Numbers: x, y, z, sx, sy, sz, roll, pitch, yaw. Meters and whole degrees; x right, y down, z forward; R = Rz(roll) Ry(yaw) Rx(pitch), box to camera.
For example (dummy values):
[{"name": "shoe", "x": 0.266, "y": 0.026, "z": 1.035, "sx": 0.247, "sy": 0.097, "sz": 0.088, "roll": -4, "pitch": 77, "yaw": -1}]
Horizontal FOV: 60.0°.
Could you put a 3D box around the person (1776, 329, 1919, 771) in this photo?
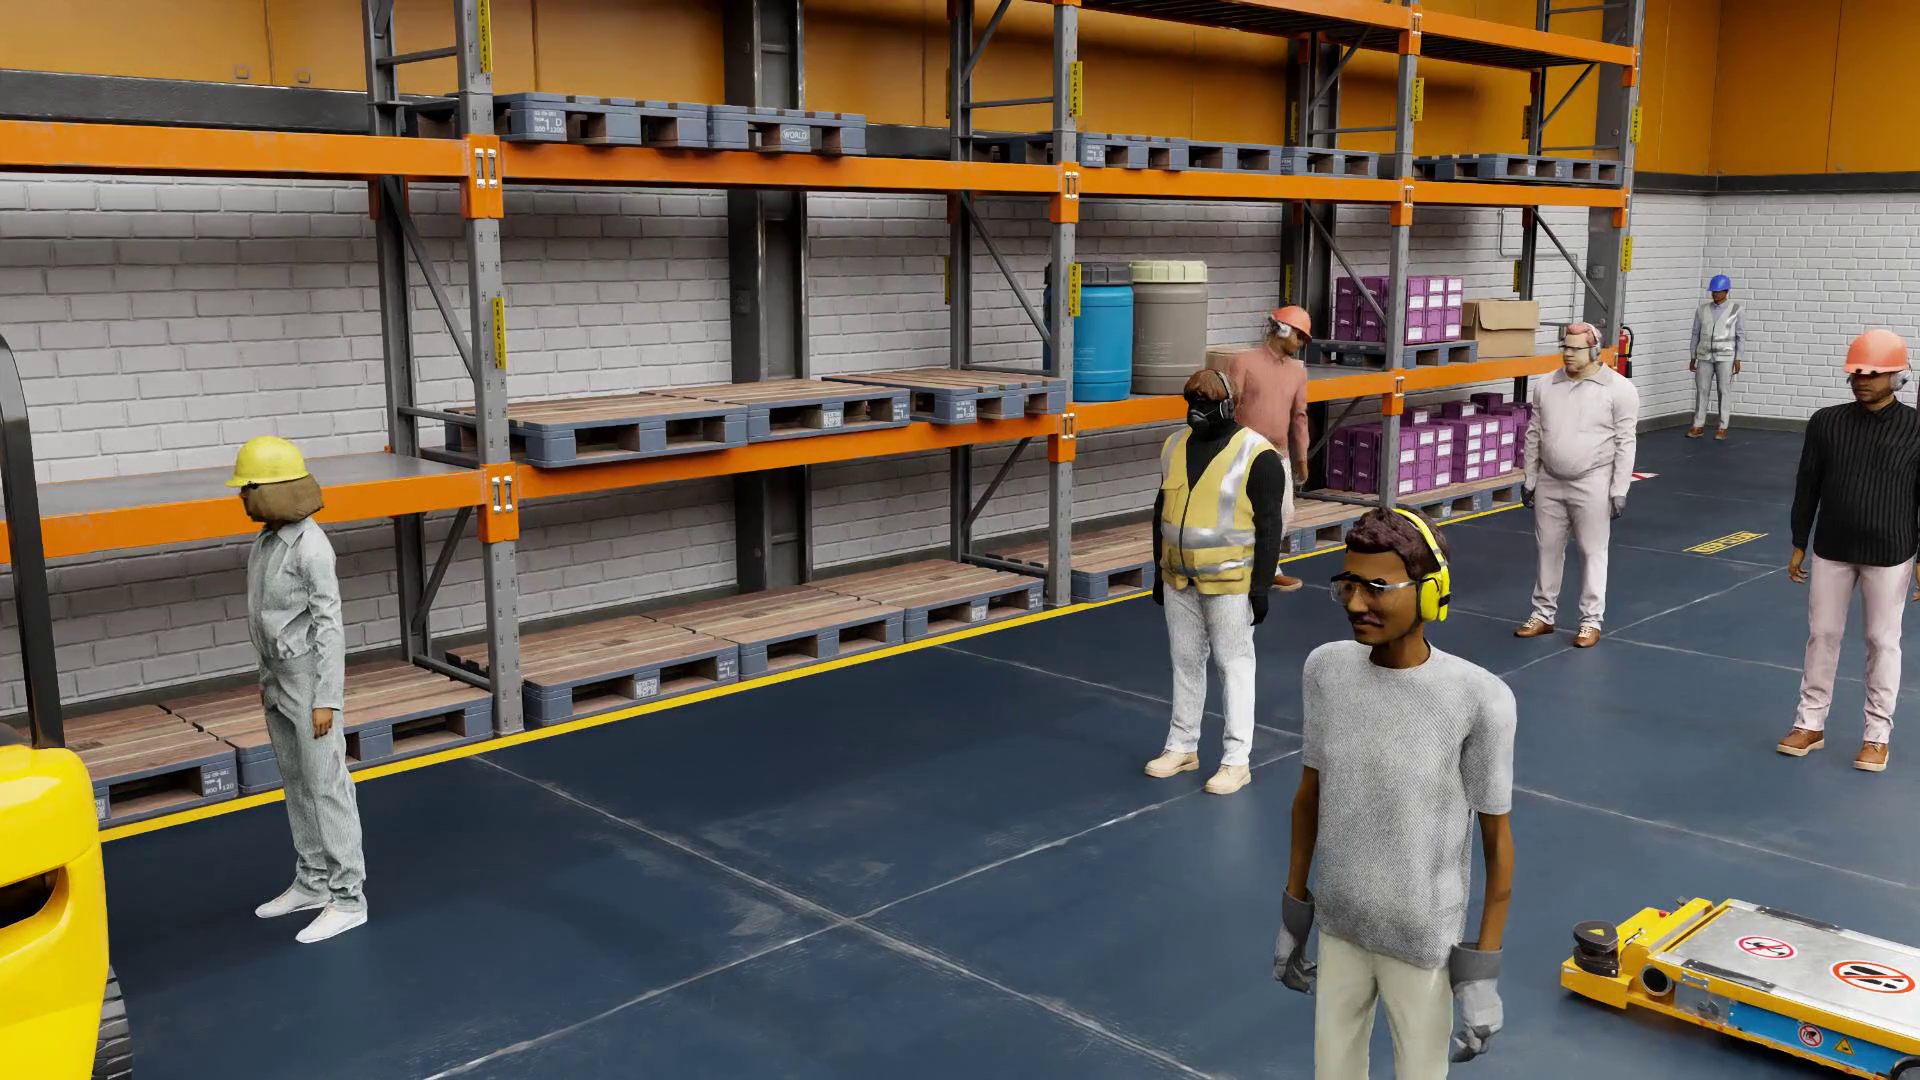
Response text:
[{"name": "person", "x": 4.070, "y": 0.047, "z": 7.518, "sx": 0.399, "sy": 1.989, "sz": 0.622, "roll": -10, "pitch": 15, "yaw": -44}]

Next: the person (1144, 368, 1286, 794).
[{"name": "person", "x": 1.080, "y": 0.176, "z": 7.228, "sx": 0.429, "sy": 1.841, "sz": 0.633, "roll": -10, "pitch": 15, "yaw": -44}]

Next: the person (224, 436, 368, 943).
[{"name": "person", "x": -2.284, "y": 0.507, "z": 5.695, "sx": 0.325, "sy": 1.740, "sz": 0.492, "roll": -10, "pitch": 15, "yaw": -44}]

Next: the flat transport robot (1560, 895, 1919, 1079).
[{"name": "flat transport robot", "x": 2.633, "y": 1.374, "z": 4.980, "sx": 0.652, "sy": 0.197, "sz": 1.431, "roll": -10, "pitch": 15, "yaw": -44}]

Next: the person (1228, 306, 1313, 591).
[{"name": "person", "x": 1.996, "y": -0.564, "z": 11.003, "sx": 0.711, "sy": 1.946, "sz": 0.379, "roll": -4, "pitch": 11, "yaw": -21}]

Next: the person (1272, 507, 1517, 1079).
[{"name": "person", "x": 0.894, "y": 0.847, "z": 3.498, "sx": 0.310, "sy": 1.868, "sz": 0.533, "roll": -10, "pitch": 15, "yaw": -44}]

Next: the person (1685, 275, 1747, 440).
[{"name": "person", "x": 8.939, "y": -2.158, "z": 19.674, "sx": 0.407, "sy": 1.942, "sz": 0.615, "roll": -10, "pitch": 15, "yaw": -44}]

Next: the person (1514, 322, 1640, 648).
[{"name": "person", "x": 3.602, "y": -0.323, "z": 9.777, "sx": 0.402, "sy": 1.904, "sz": 0.651, "roll": -10, "pitch": 15, "yaw": -44}]

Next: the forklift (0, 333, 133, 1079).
[{"name": "forklift", "x": -3.289, "y": 0.485, "z": 4.582, "sx": 1.214, "sy": 2.155, "sz": 2.313, "roll": -10, "pitch": 14, "yaw": -44}]
